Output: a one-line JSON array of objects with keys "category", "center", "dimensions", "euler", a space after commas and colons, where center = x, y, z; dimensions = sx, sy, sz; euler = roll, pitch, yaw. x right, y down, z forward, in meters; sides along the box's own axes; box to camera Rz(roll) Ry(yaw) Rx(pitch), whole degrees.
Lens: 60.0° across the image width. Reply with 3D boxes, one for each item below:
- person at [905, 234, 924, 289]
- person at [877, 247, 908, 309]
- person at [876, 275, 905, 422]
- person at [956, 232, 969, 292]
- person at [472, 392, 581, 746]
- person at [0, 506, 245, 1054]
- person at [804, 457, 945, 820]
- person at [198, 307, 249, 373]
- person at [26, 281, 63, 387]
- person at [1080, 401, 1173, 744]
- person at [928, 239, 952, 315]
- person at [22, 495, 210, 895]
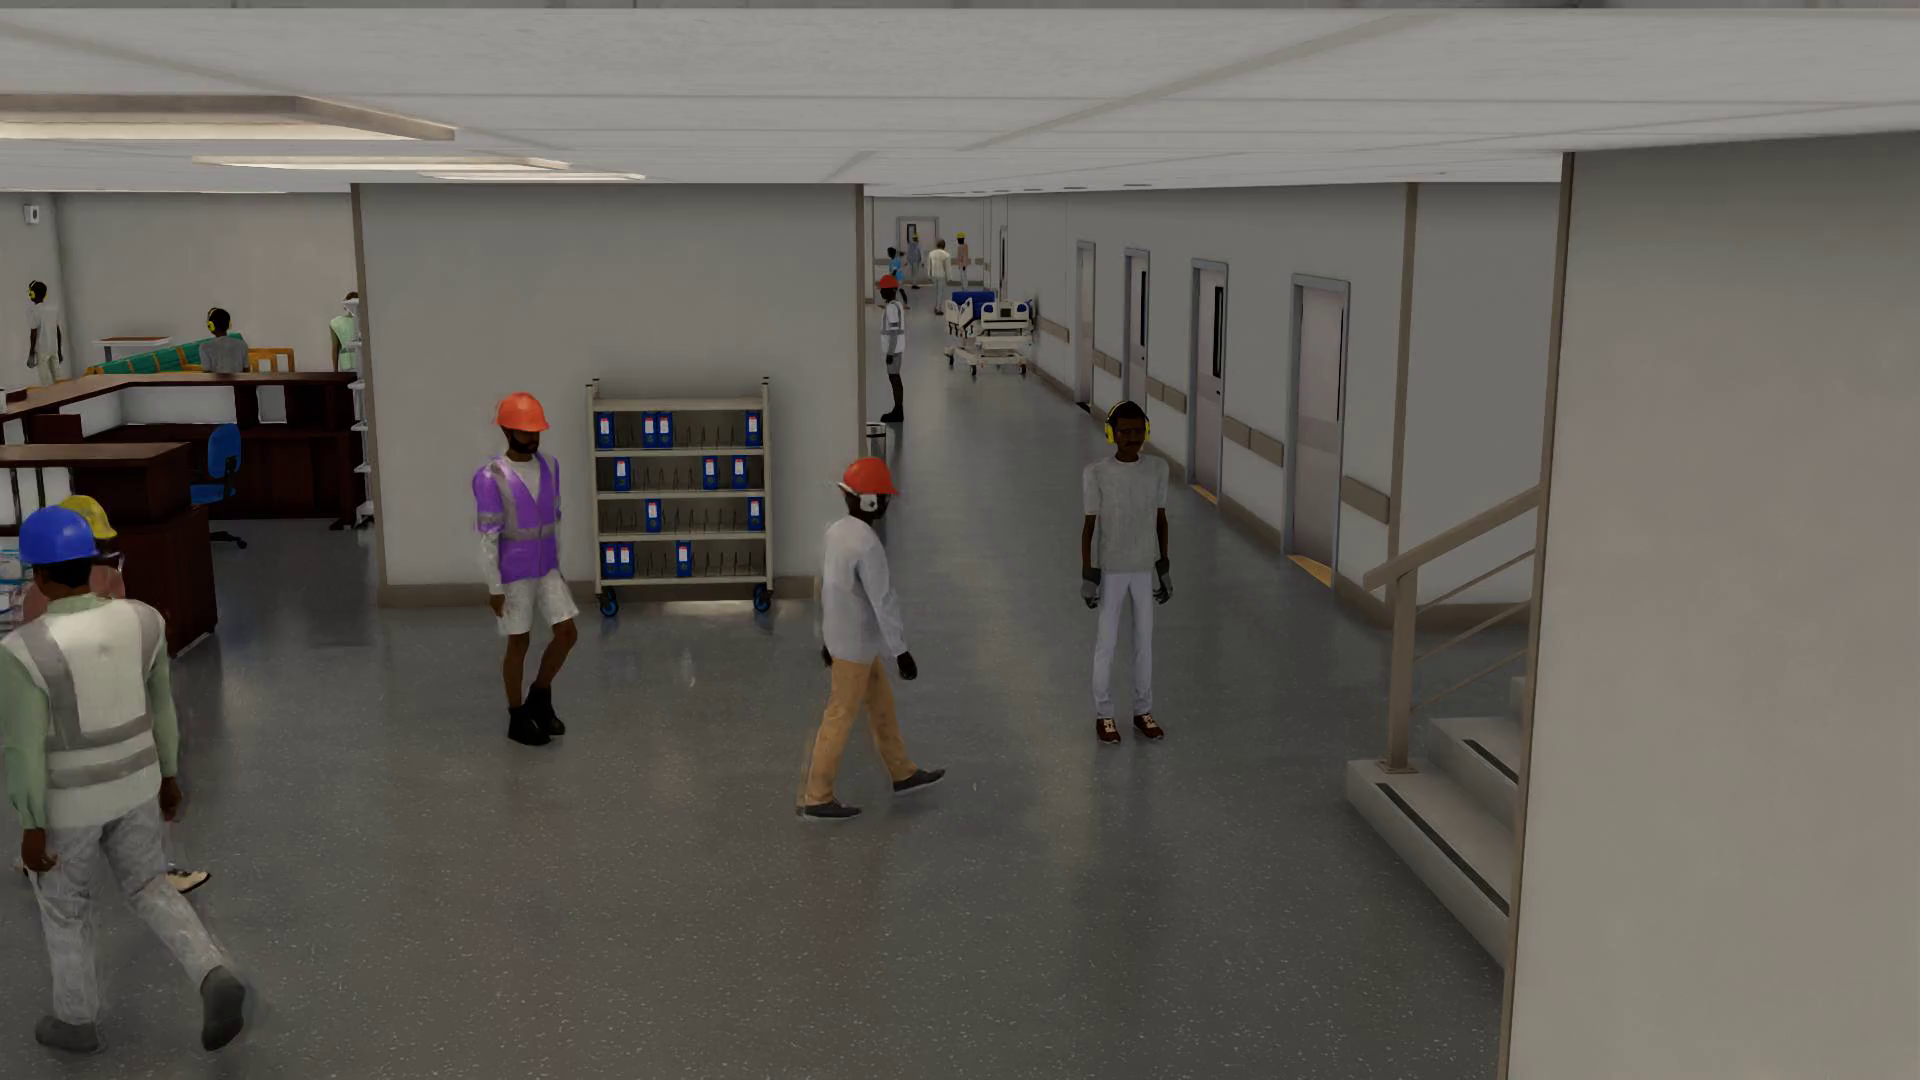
[{"category": "person", "center": [-1.488, -9.189, 54.917], "dimensions": [0.663, 1.795, 0.674], "euler": [5, 13, 25]}, {"category": "person", "center": [-1.776, -6.990, 44.481], "dimensions": [0.919, 1.636, 0.527], "euler": [-6, 13, -26]}, {"category": "person", "center": [-0.917, -2.522, 21.944], "dimensions": [0.373, 1.934, 0.551], "euler": [1, 12, 4]}, {"category": "person", "center": [0.061, -8.479, 51.111], "dimensions": [0.395, 1.919, 0.582], "euler": [-4, 12, -17]}, {"category": "person", "center": [-2.298, 0.165, 8.855], "dimensions": [0.434, 1.916, 0.566], "euler": [9, 14, 36]}, {"category": "person", "center": [-2.839, 0.840, 5.560], "dimensions": [0.793, 1.926, 0.620], "euler": [6, 13, 26]}, {"category": "person", "center": [-0.388, 0.468, 7.877], "dimensions": [0.842, 1.714, 0.585], "euler": [-3, 12, -16]}, {"category": "person", "center": [-7.255, -1.364, 16.479], "dimensions": [0.327, 1.863, 0.508], "euler": [10, 15, 40]}, {"category": "person", "center": [-11.942, -2.439, 21.691], "dimensions": [0.328, 1.874, 0.521], "euler": [4, 12, 17]}, {"category": "person", "center": [0.902, 0.173, 8.969], "dimensions": [0.514, 1.866, 0.338], "euler": [-3, 12, -16]}, {"category": "person", "center": [-0.483, -6.670, 42.251], "dimensions": [0.654, 1.916, 0.584], "euler": [7, 14, 31]}, {"category": "person", "center": [-3.622, 0.659, 6.941], "dimensions": [0.950, 1.712, 0.527], "euler": [1, 12, 7]}]
